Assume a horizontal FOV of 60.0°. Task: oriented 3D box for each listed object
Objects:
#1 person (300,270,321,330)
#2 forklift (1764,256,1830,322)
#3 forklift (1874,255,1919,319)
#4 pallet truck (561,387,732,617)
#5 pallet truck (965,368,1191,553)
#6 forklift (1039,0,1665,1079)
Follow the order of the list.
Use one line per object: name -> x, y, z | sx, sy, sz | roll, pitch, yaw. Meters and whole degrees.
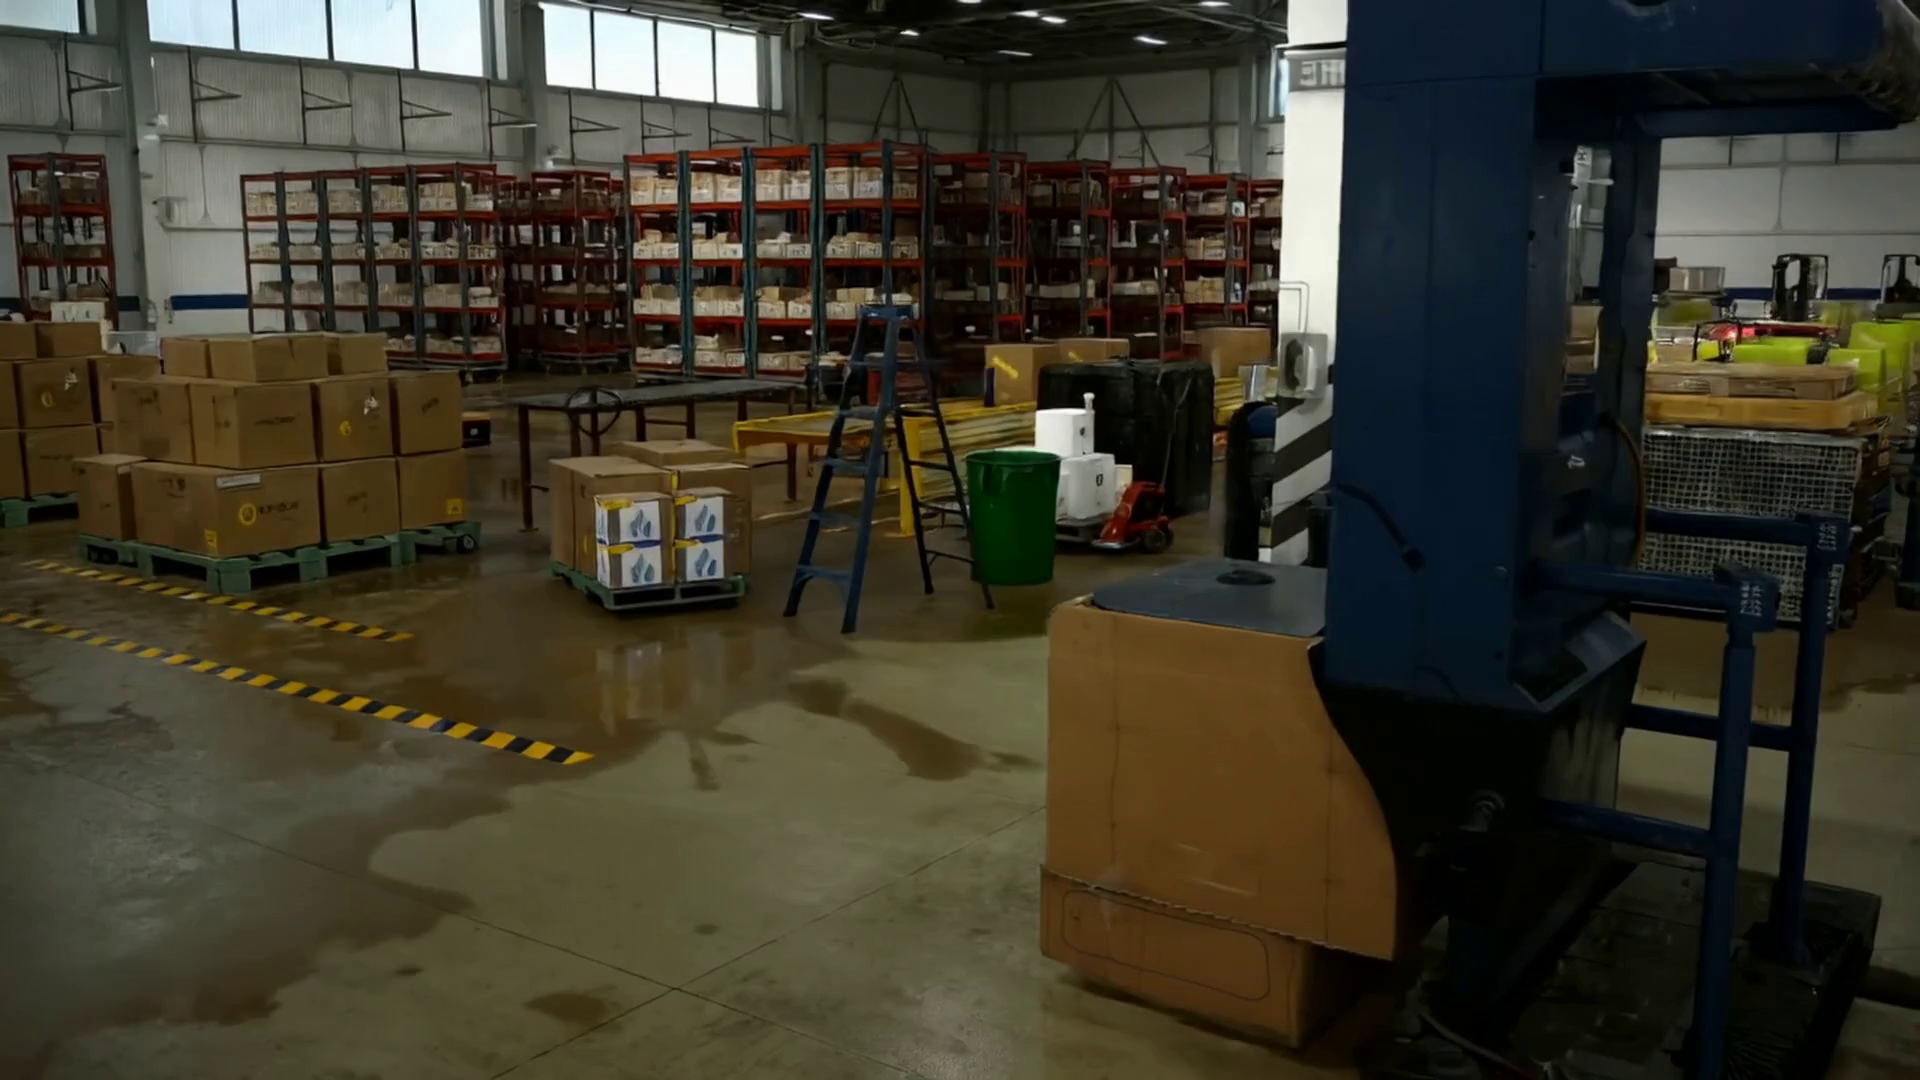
person -> -13.232, -4.593, 33.997 | 0.389, 1.838, 0.563 | -1, 10, -7
forklift -> 20.253, -5.854, 40.139 | 1.157, 1.987, 2.680 | 7, 12, 35
forklift -> 22.089, -5.634, 38.796 | 1.157, 1.987, 2.680 | 6, 11, 33
pallet truck -> -1.981, -0.274, 10.088 | 0.680, 1.201, 1.601 | -5, 11, -28
pallet truck -> 0.845, -0.609, 11.869 | 1.630, 1.274, 0.653 | 7, 12, 35
forklift -> 1.249, -0.137, 4.360 | 1.873, 2.768, 1.129 | 7, 12, 35
